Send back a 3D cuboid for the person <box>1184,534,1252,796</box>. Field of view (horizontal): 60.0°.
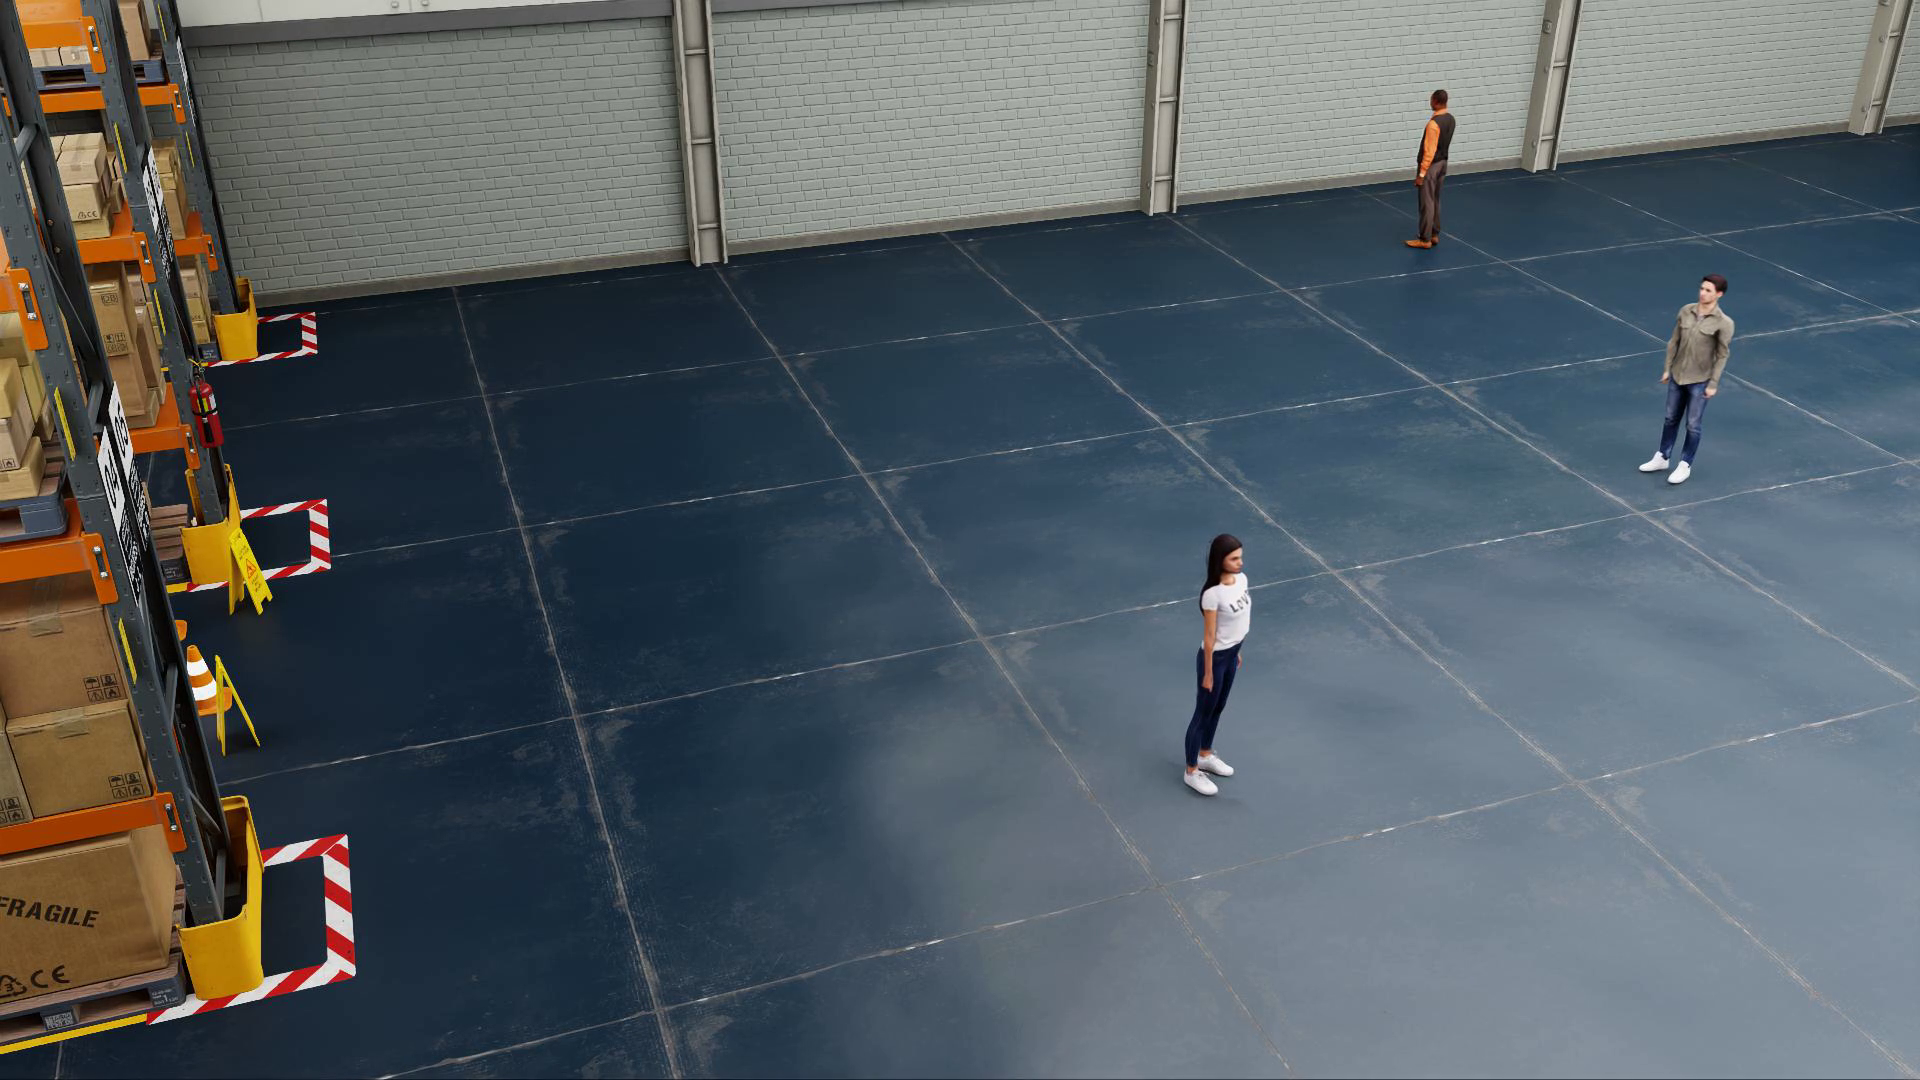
[{"bbox_3d":[1.609,0.760,10.445,0.733,1.774,0.636,18,33,31],"label":"person"}]

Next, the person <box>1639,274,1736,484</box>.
[{"bbox_3d":[6.370,-1.415,14.433,0.668,1.864,0.748,-17,32,-28],"label":"person"}]

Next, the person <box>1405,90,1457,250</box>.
[{"bbox_3d":[5.750,-4.500,20.183,0.848,1.905,0.722,23,36,36],"label":"person"}]
